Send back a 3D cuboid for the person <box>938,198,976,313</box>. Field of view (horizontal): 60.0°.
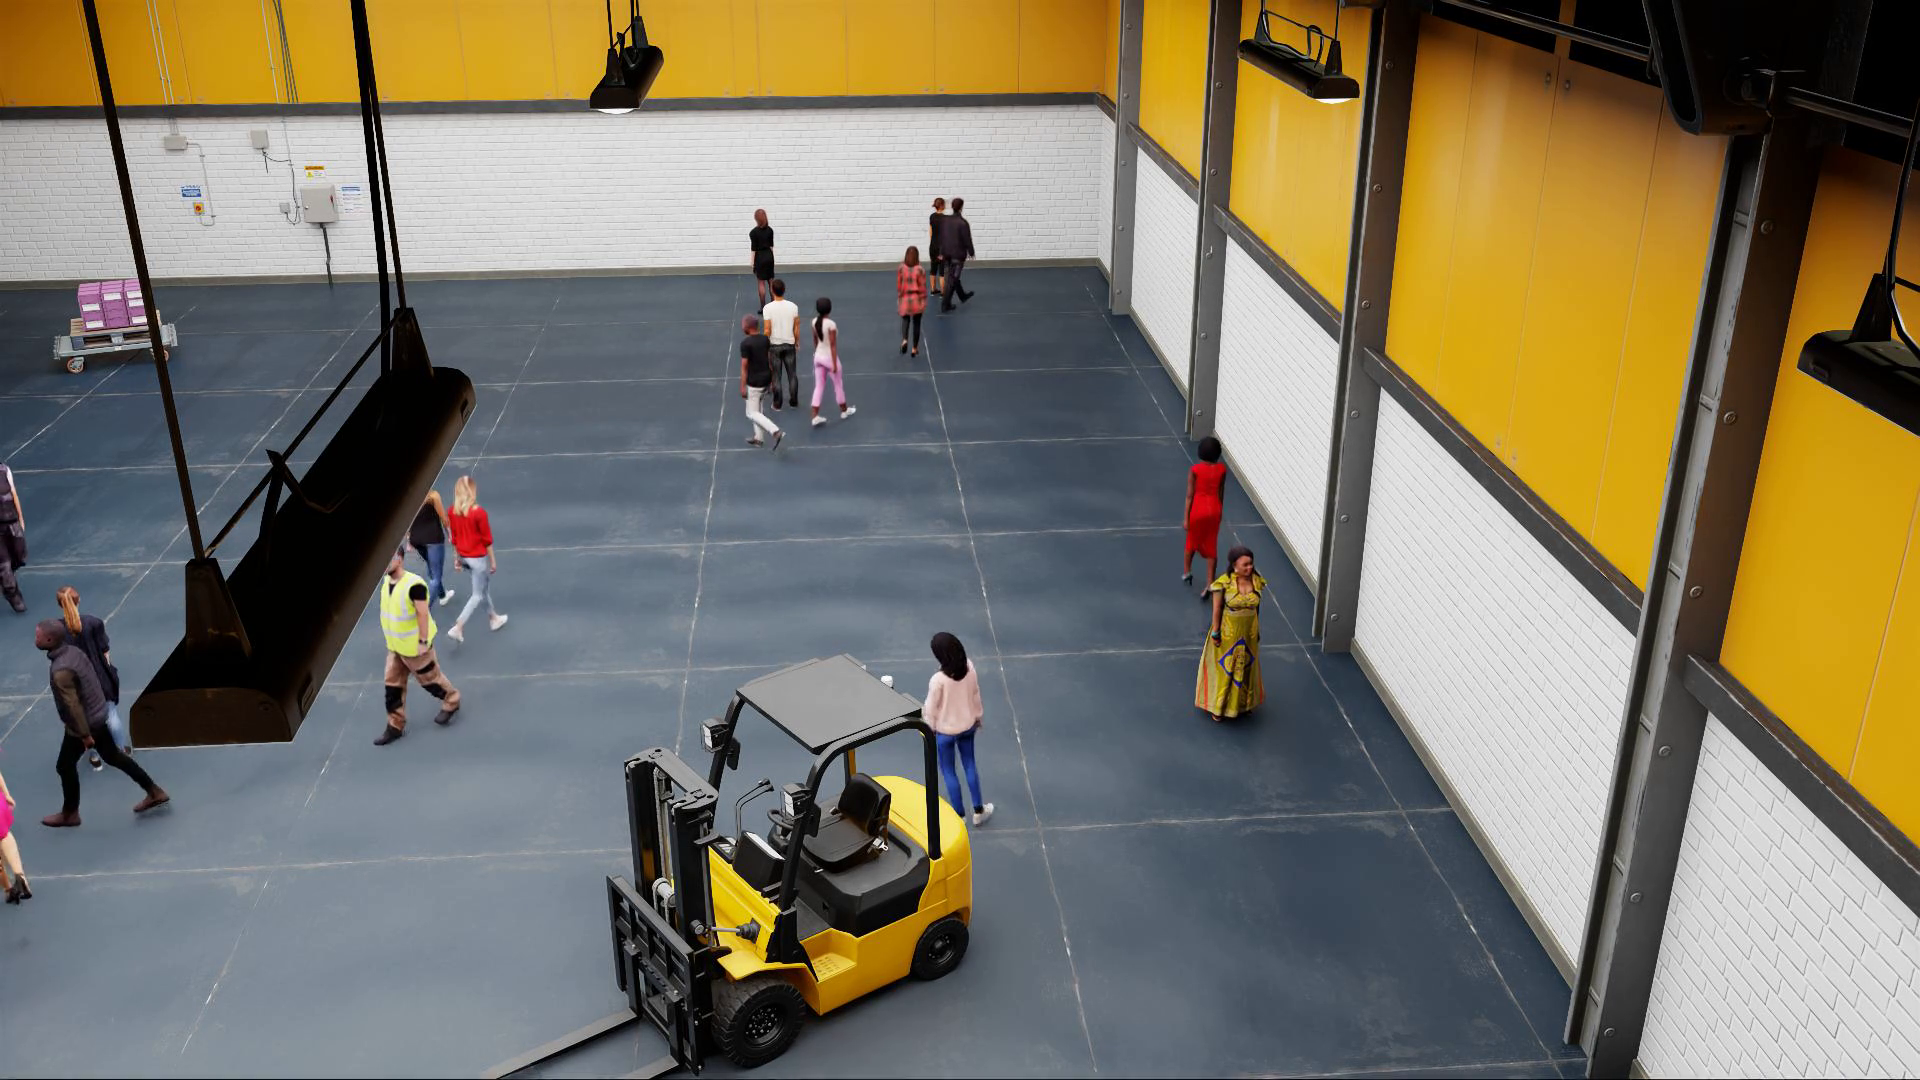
[{"bbox_3d":[-0.149,-4.596,27.014,1.154,1.801,1.135,-20,31,-39],"label":"person"}]

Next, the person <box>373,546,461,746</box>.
[{"bbox_3d":[-4.746,0.851,14.532,1.071,1.818,1.193,14,27,29],"label":"person"}]

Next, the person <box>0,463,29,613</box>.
[{"bbox_3d":[-9.794,-0.171,16.861,1.039,1.825,0.981,18,30,36],"label":"person"}]

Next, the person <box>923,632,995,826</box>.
[{"bbox_3d":[-0.010,1.501,13.127,0.860,1.752,0.819,-11,26,-24],"label":"person"}]

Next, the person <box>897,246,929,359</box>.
[{"bbox_3d":[-0.744,-3.503,24.646,0.746,1.695,0.799,6,24,14],"label":"person"}]

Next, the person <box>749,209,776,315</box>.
[{"bbox_3d":[-3.178,-4.514,26.945,0.659,1.705,0.670,-17,29,-34],"label":"person"}]

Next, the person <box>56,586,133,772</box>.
[{"bbox_3d":[-7.349,1.158,13.998,0.697,1.683,0.672,-10,26,-22],"label":"person"}]

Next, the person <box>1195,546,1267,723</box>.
[{"bbox_3d":[2.456,0.814,14.815,0.939,1.659,0.892,-9,25,-19],"label":"person"}]

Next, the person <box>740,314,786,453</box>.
[{"bbox_3d":[-2.502,-1.946,20.978,1.062,1.780,1.053,15,28,31],"label":"person"}]

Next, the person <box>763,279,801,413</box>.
[{"bbox_3d":[-2.419,-2.648,22.554,0.693,1.803,0.620,-8,25,-18],"label":"person"}]

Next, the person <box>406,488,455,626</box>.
[{"bbox_3d":[-5.320,0.055,16.524,0.835,1.681,1.169,6,24,14],"label":"person"}]

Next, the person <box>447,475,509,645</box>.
[{"bbox_3d":[-4.753,0.227,16.131,0.972,1.679,1.162,11,26,24],"label":"person"}]

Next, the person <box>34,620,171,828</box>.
[{"bbox_3d":[-6.843,1.458,13.185,0.890,1.784,1.163,-7,24,-15],"label":"person"}]

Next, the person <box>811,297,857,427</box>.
[{"bbox_3d":[-1.819,-2.329,21.938,0.981,1.712,1.064,17,29,34],"label":"person"}]

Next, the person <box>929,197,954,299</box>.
[{"bbox_3d":[-0.352,-4.921,27.922,0.642,1.668,0.713,21,31,39],"label":"person"}]

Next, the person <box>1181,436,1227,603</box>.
[{"bbox_3d":[2.530,-0.188,17.028,0.688,1.721,0.920,-5,24,-11],"label":"person"}]
